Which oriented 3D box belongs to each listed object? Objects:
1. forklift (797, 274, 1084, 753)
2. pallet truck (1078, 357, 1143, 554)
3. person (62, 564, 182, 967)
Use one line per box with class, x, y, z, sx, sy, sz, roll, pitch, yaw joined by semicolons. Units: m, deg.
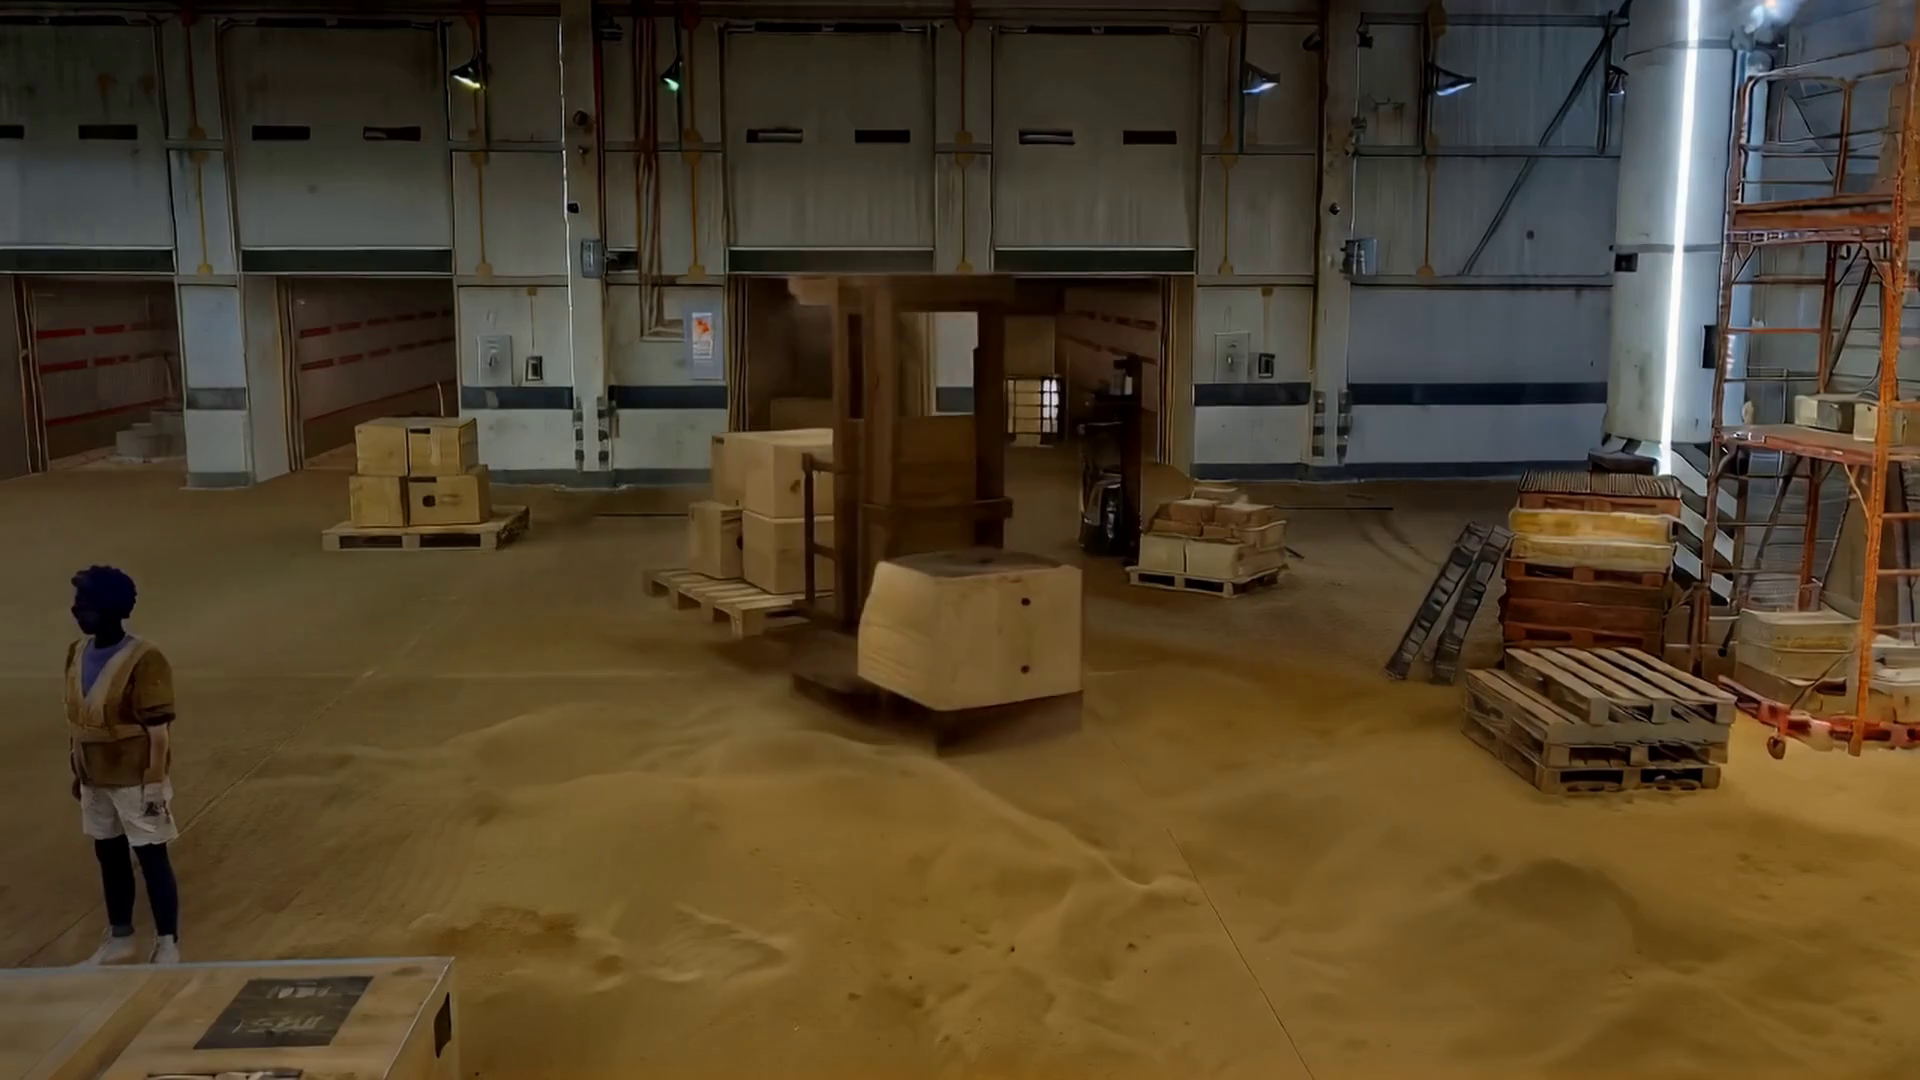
forklift;-0.138;-0.263;10.396;1.129;2.768;1.873;-5;10;-30
pallet truck;2.088;-0.836;16.757;1.885;1.965;0.823;2;9;13
person;-3.332;0.933;6.590;0.529;1.697;0.321;4;10;25
